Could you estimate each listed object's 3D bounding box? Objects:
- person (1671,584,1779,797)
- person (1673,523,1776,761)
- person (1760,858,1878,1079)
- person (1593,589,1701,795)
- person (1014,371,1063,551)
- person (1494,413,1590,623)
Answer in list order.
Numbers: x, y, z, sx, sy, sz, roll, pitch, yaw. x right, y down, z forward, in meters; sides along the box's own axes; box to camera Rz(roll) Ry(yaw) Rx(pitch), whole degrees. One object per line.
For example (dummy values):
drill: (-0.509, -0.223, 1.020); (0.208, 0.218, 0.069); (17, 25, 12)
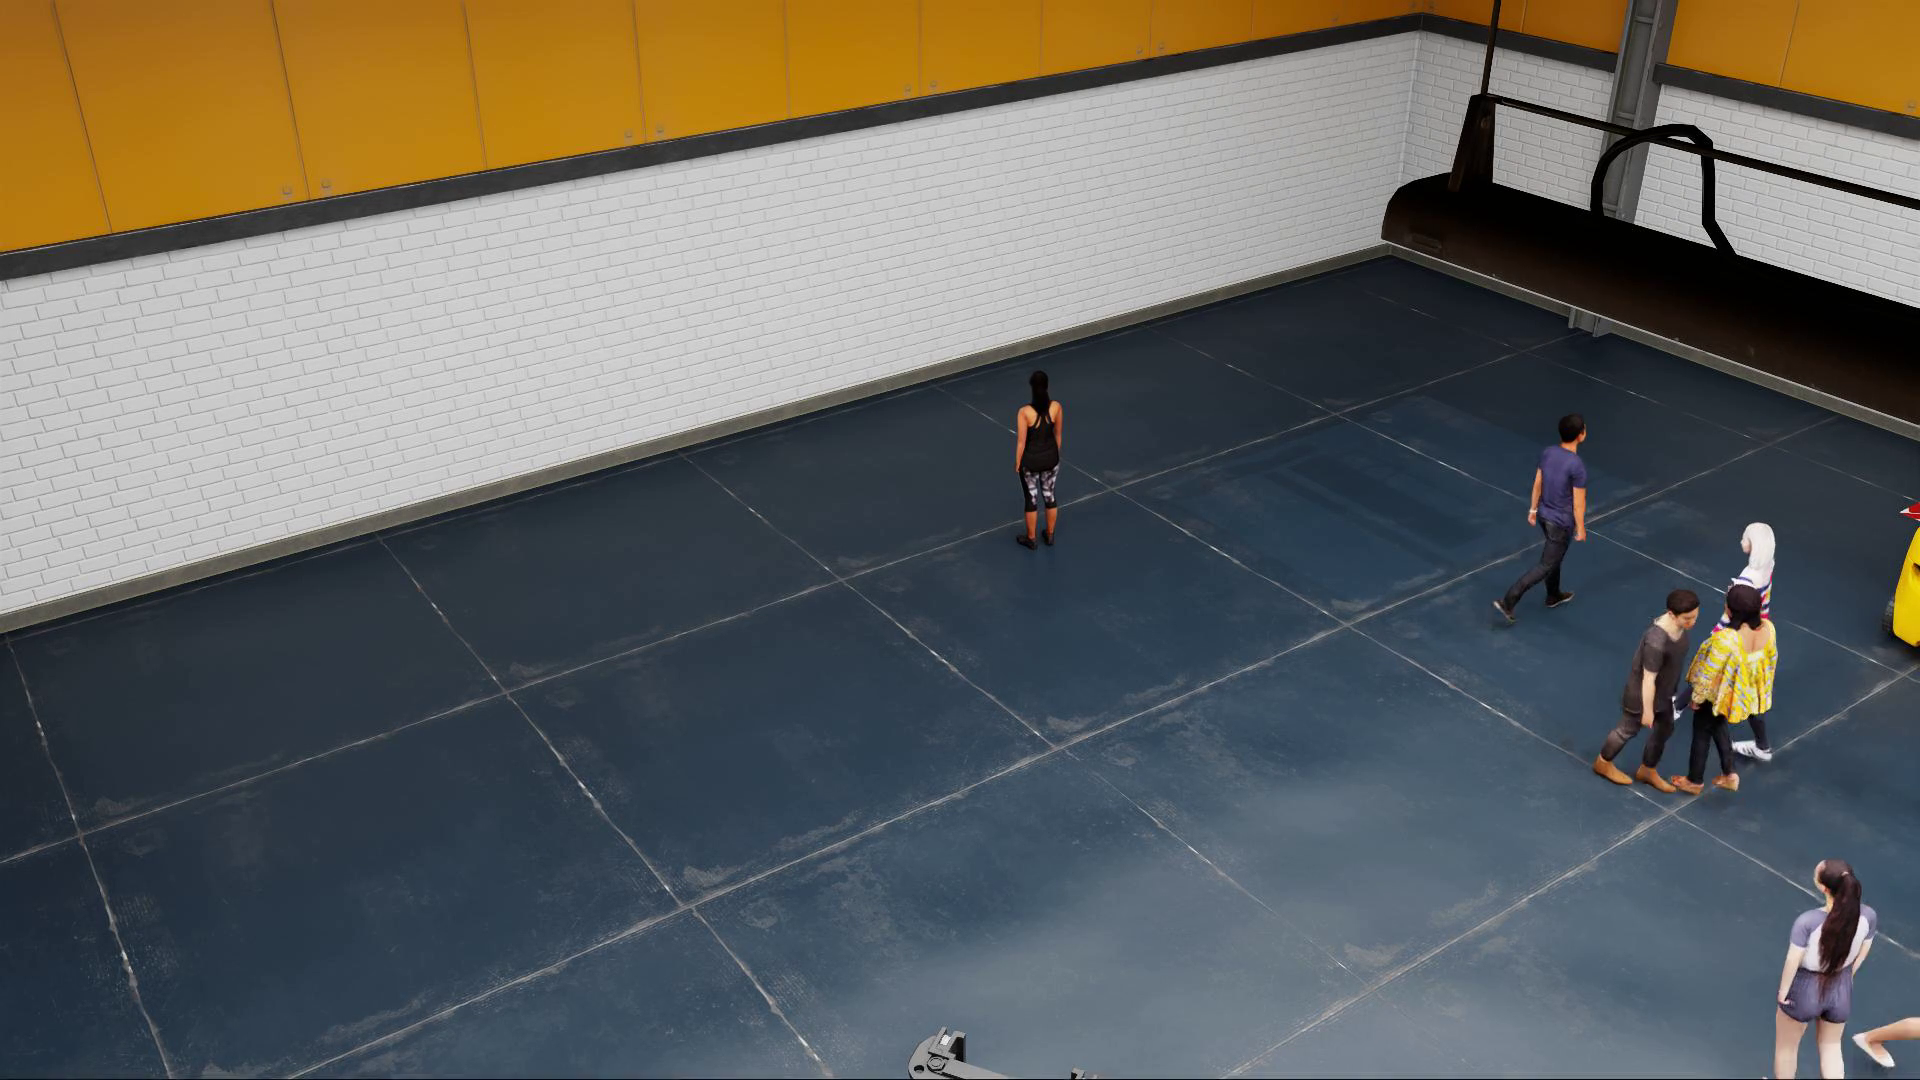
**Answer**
person: (5.195, 1.067, 11.174); (0.715, 1.647, 0.742); (-15, 32, -26)
person: (5.547, 0.749, 11.651); (1.223, 1.749, 0.850); (24, 37, 37)
person: (4.532, 2.424, 8.707); (0.807, 1.628, 0.887); (0, 29, 1)
person: (4.647, 0.976, 11.317); (0.810, 1.670, 0.701); (23, 36, 35)
person: (0.687, -0.709, 14.402); (0.617, 1.674, 0.566); (-12, 31, -21)
person: (4.689, -0.138, 13.264); (0.901, 1.761, 1.125); (-10, 30, -17)
